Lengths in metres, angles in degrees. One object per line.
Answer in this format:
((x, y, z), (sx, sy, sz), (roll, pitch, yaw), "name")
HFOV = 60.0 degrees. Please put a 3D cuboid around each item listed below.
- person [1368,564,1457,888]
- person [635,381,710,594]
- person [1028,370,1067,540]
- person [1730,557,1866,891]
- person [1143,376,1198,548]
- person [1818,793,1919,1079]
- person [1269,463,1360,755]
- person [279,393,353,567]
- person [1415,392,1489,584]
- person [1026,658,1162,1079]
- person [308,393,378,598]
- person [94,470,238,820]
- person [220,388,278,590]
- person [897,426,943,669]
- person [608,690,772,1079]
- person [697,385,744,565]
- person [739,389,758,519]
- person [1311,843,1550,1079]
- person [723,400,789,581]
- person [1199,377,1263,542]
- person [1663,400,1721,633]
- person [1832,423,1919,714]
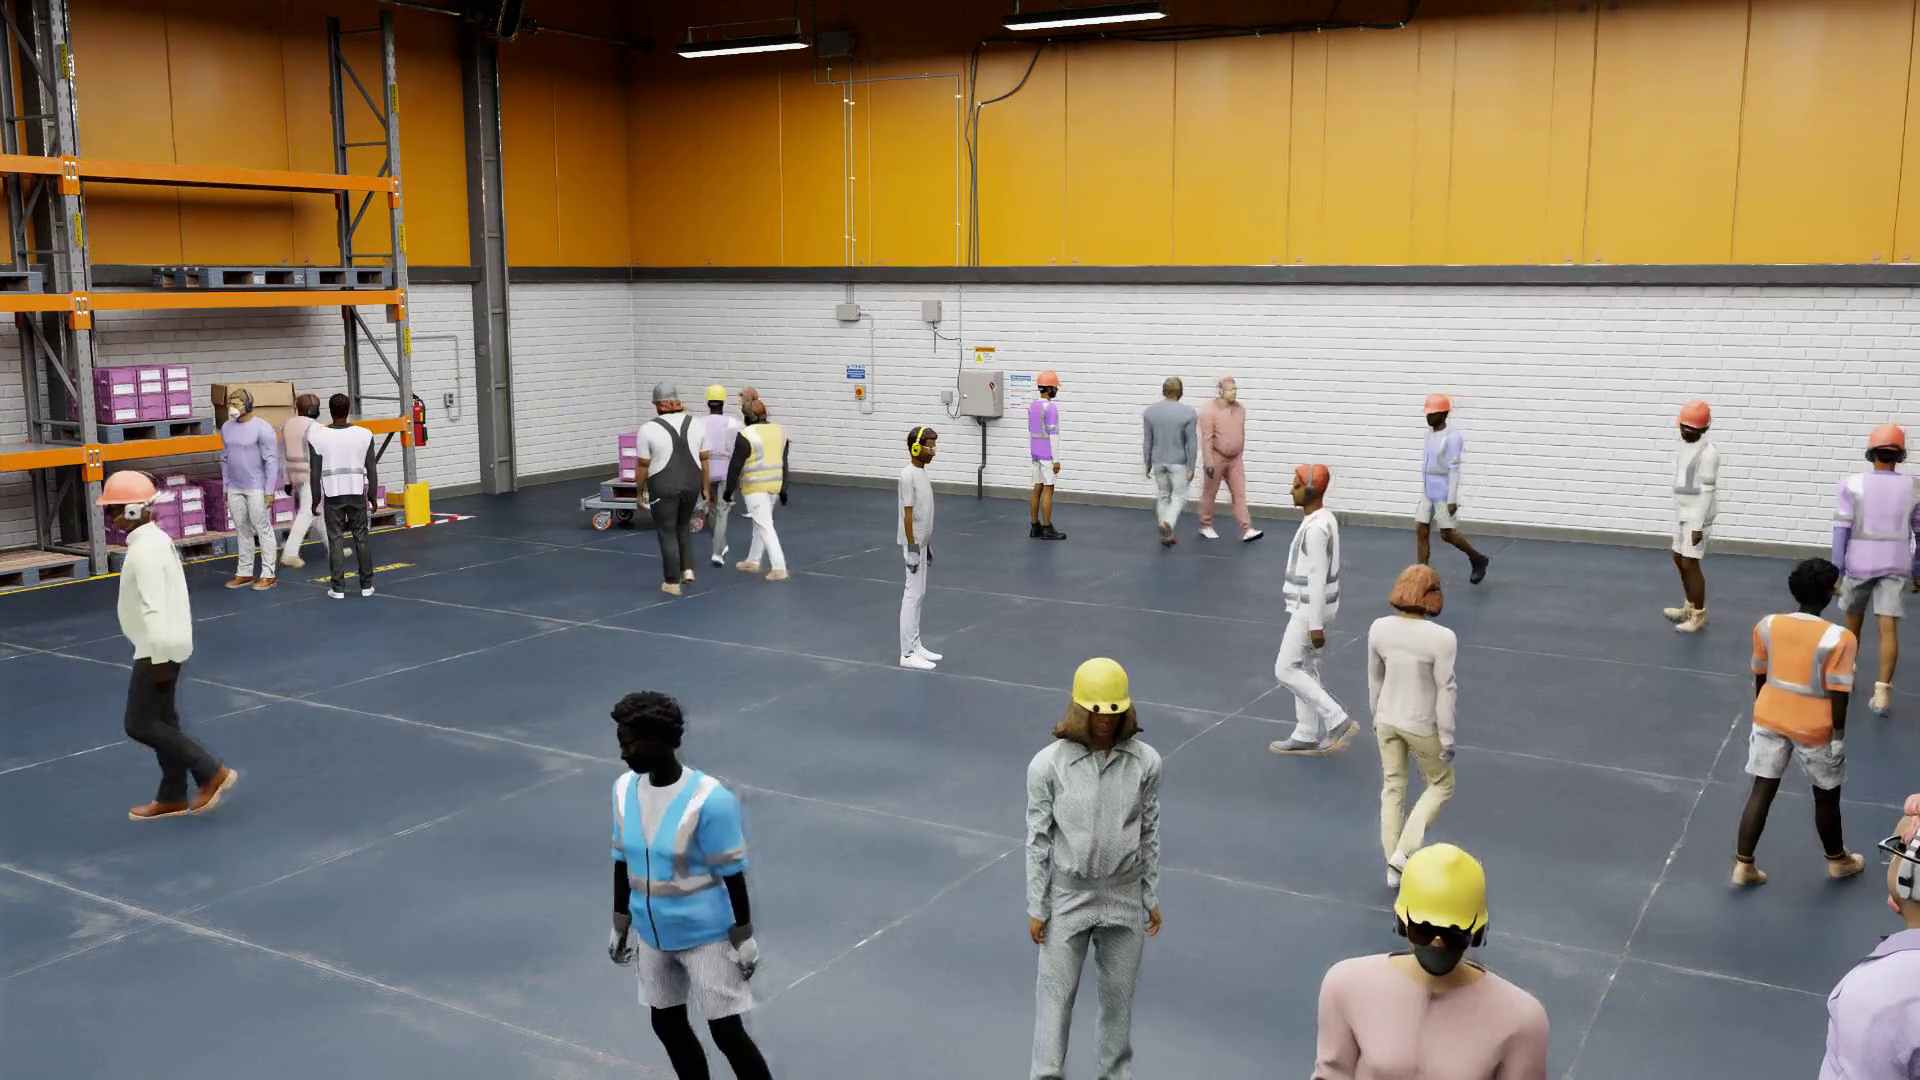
((2.233, 0.917, 8.175), (0.343, 1.617, 0.524), (-8, 12, -40), "person")
((-2.756, -0.510, 15.805), (0.714, 2.000, 0.546), (-6, 11, -33), "person")
((0.992, -0.968, 18.987), (0.362, 1.938, 0.545), (-5, 10, -27), "person")
((4.163, 0.901, 8.190), (0.793, 1.654, 0.546), (-5, 11, -31), "person")
((2.283, -0.832, 18.209), (0.632, 1.924, 0.671), (5, 10, 28), "person")
((2.117, 1.494, 3.714), (0.642, 1.909, 0.408), (-4, 10, -25), "person")
((2.203, 0.448, 10.357), (0.476, 1.869, 0.580), (3, 10, 19), "person")
((-6.773, -0.631, 17.342), (0.644, 1.795, 0.973), (5, 11, 30), "person")
((4.673, -0.466, 15.951), (0.823, 1.914, 0.553), (-3, 10, -17), "person")
((0.469, 1.252, 5.741), (0.492, 1.740, 0.324), (-2, 9, -14), "person")
((-5.757, -0.410, 15.562), (0.599, 1.917, 0.376), (-5, 10, -28), "person")
((-4.405, 0.592, 9.153), (0.535, 1.974, 0.635), (-3, 10, -18), "person")
((-6.824, -0.484, 15.960), (0.627, 1.941, 0.373), (4, 10, 21), "person")
((-0.311, 0.053, 12.845), (0.329, 1.865, 0.509), (2, 9, 10), "person")
((-0.896, 1.314, 5.602), (0.653, 1.657, 0.383), (6, 11, 31), "person")
((-2.542, -0.691, 17.468), (0.594, 1.878, 1.008), (1, 9, 7), "person")
((-2.566, -1.074, 20.667), (0.341, 1.616, 0.598), (2, 9, 10), "person")
((1.081, 1.538, 3.896), (0.549, 1.752, 0.407), (3, 10, 19), "person")
((-1.976, -0.500, 16.545), (0.920, 1.794, 0.617), (7, 11, 36), "person")
((3.026, -0.893, 18.752), (0.663, 1.853, 0.989), (-5, 10, -27), "person")
((6.179, -0.205, 14.064), (0.521, 1.990, 0.733), (0, 9, 1), "person")
((6.476, 0.174, 11.724), (0.631, 1.981, 1.064), (3, 10, 21), "person")
